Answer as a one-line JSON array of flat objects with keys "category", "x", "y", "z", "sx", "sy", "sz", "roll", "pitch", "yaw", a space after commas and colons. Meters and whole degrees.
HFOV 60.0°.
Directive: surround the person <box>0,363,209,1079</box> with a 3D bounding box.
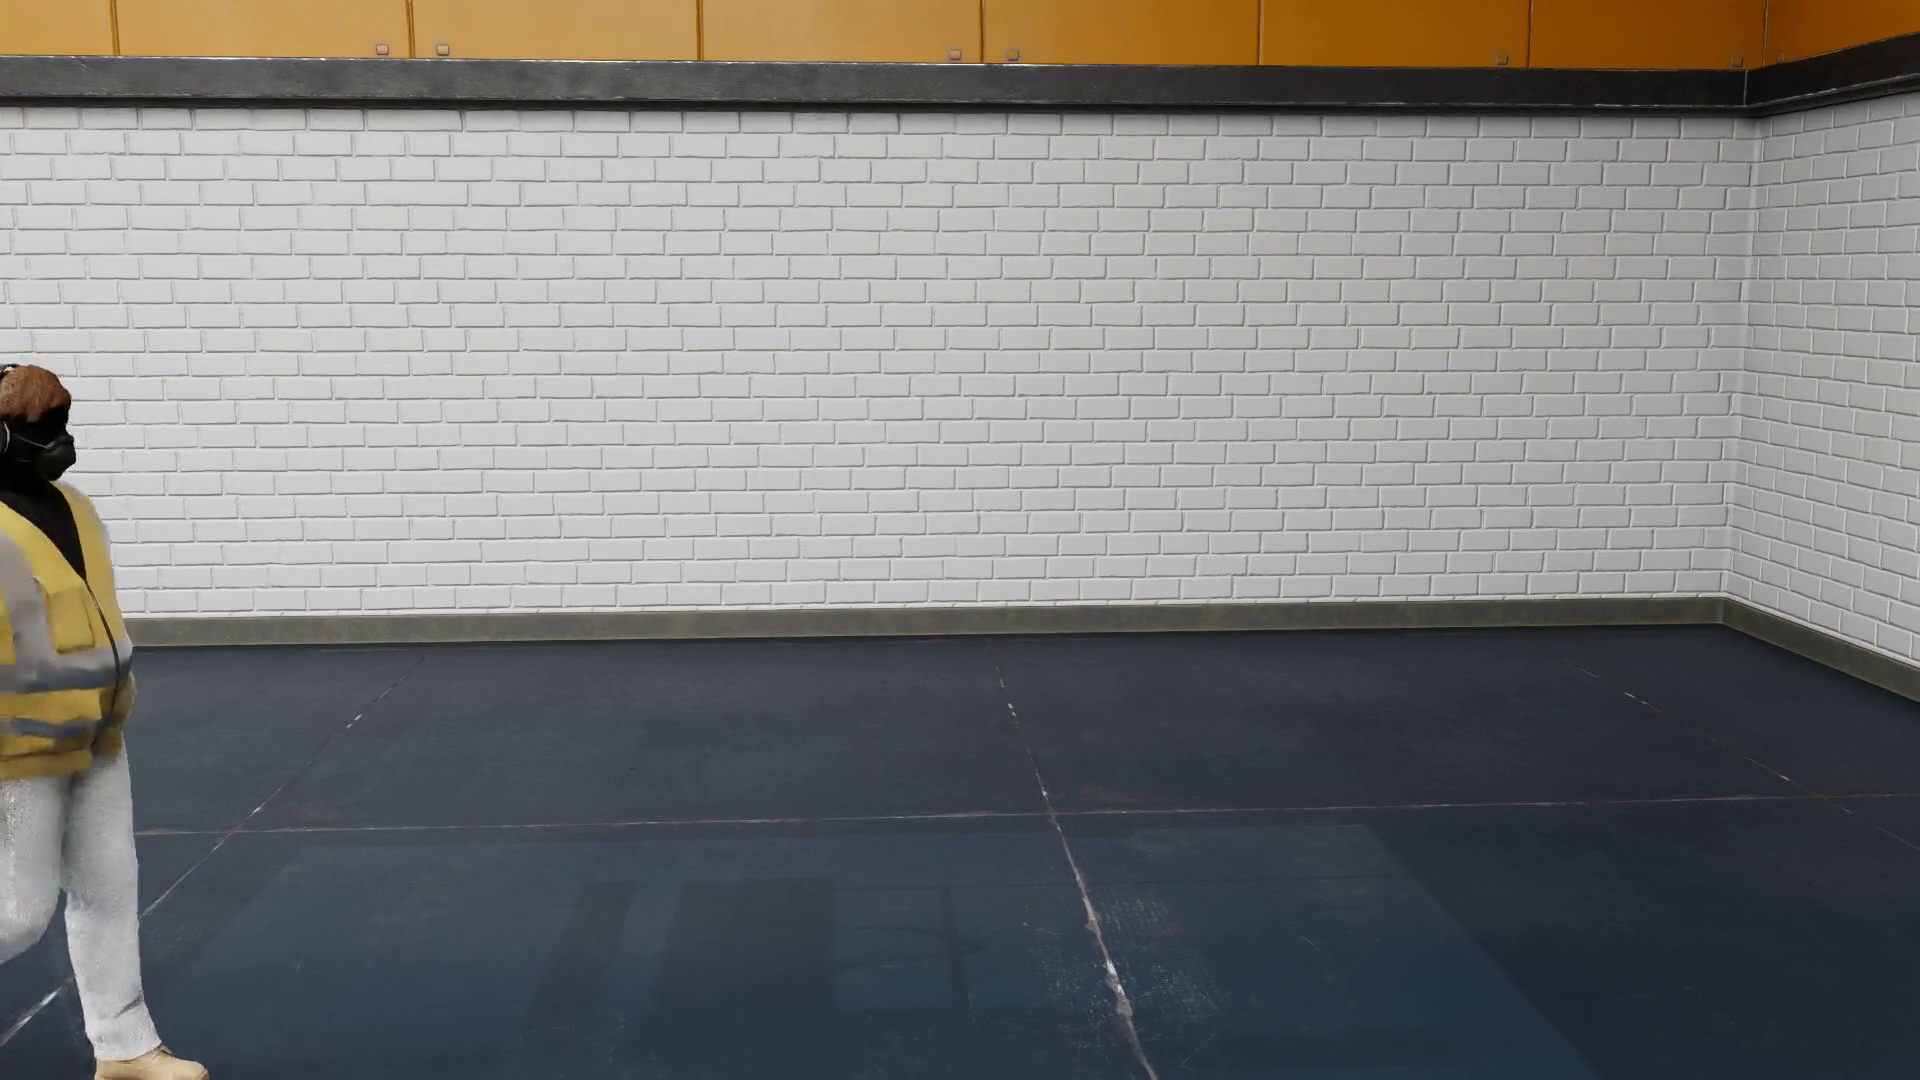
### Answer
[{"category": "person", "x": -2.281, "y": 0.490, "z": 3.987, "sx": 0.724, "sy": 1.826, "sz": 0.635, "roll": 1, "pitch": 9, "yaw": 4}]
